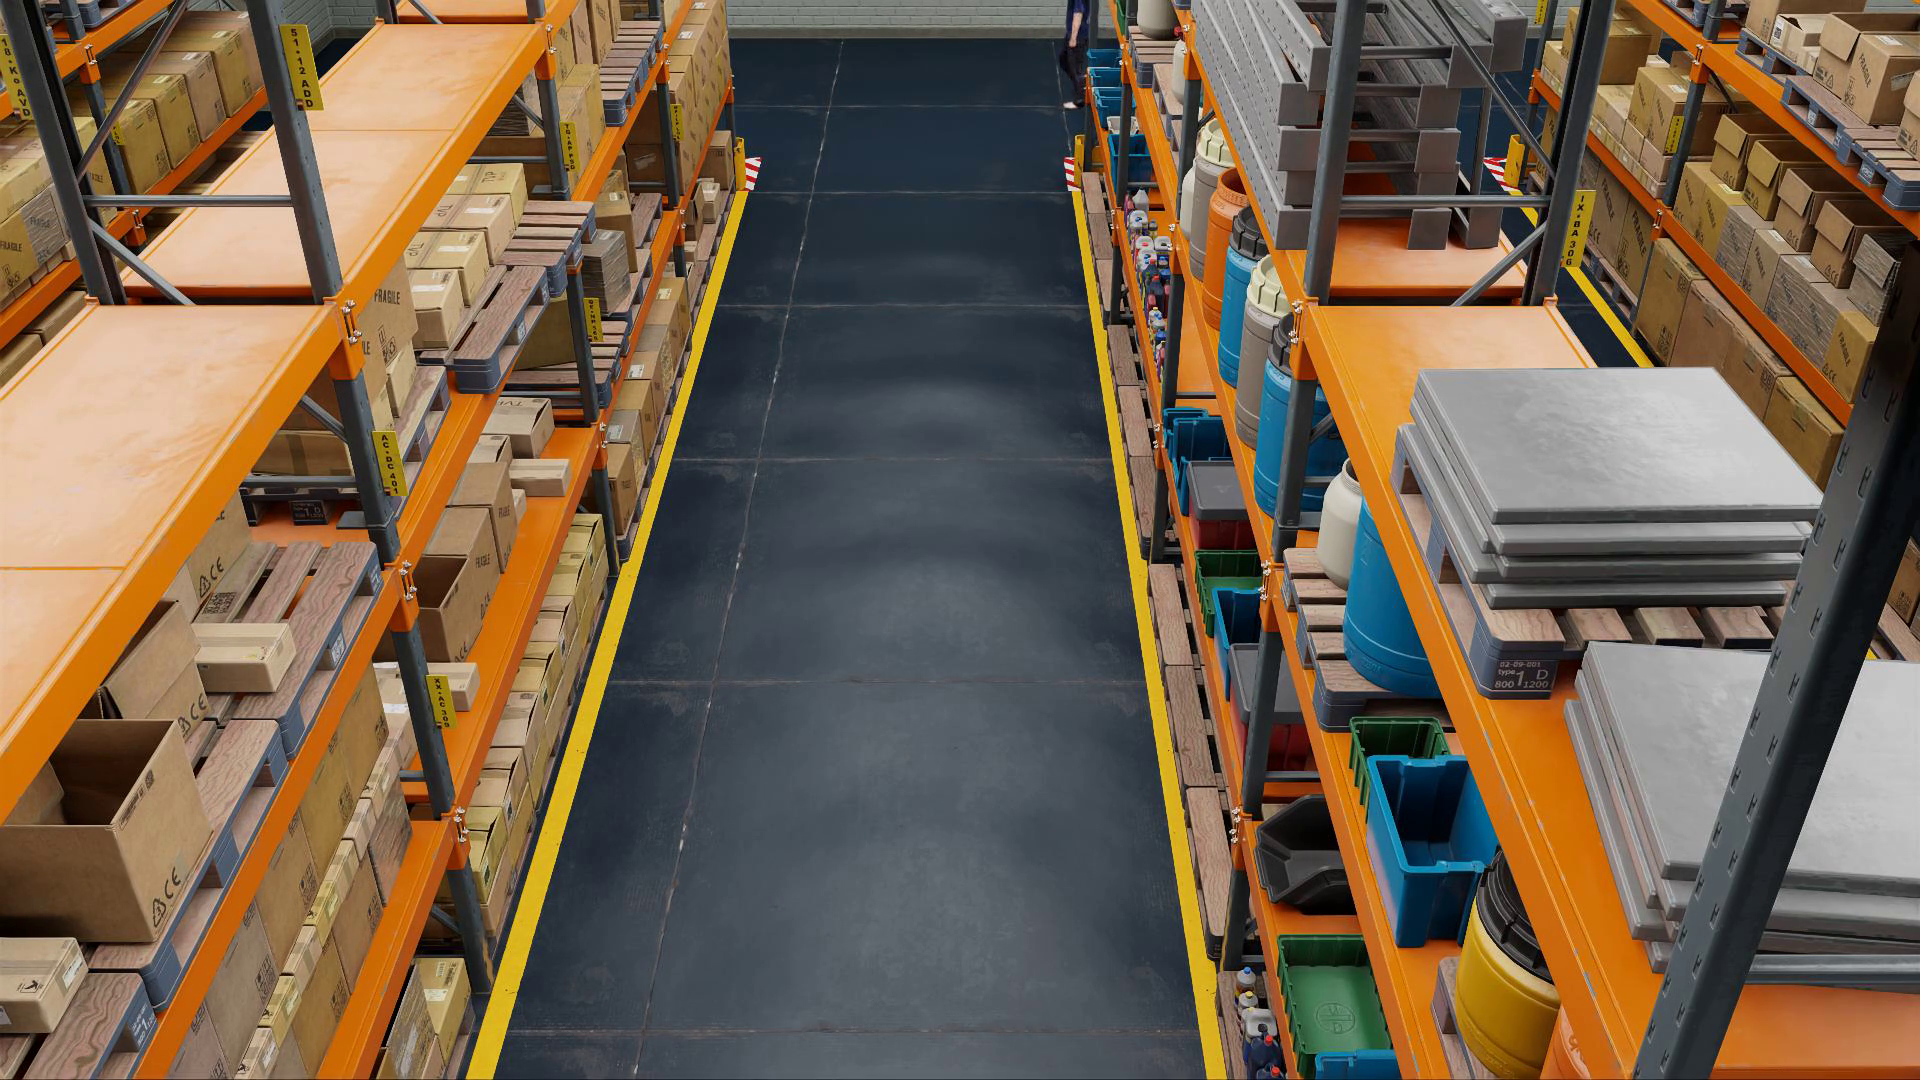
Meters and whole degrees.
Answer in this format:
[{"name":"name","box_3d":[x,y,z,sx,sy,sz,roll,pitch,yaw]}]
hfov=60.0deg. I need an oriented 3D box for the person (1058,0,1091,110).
[{"name":"person","box_3d":[1.550,-6.325,20.809,0.717,1.857,0.599,1,33,1]}]
